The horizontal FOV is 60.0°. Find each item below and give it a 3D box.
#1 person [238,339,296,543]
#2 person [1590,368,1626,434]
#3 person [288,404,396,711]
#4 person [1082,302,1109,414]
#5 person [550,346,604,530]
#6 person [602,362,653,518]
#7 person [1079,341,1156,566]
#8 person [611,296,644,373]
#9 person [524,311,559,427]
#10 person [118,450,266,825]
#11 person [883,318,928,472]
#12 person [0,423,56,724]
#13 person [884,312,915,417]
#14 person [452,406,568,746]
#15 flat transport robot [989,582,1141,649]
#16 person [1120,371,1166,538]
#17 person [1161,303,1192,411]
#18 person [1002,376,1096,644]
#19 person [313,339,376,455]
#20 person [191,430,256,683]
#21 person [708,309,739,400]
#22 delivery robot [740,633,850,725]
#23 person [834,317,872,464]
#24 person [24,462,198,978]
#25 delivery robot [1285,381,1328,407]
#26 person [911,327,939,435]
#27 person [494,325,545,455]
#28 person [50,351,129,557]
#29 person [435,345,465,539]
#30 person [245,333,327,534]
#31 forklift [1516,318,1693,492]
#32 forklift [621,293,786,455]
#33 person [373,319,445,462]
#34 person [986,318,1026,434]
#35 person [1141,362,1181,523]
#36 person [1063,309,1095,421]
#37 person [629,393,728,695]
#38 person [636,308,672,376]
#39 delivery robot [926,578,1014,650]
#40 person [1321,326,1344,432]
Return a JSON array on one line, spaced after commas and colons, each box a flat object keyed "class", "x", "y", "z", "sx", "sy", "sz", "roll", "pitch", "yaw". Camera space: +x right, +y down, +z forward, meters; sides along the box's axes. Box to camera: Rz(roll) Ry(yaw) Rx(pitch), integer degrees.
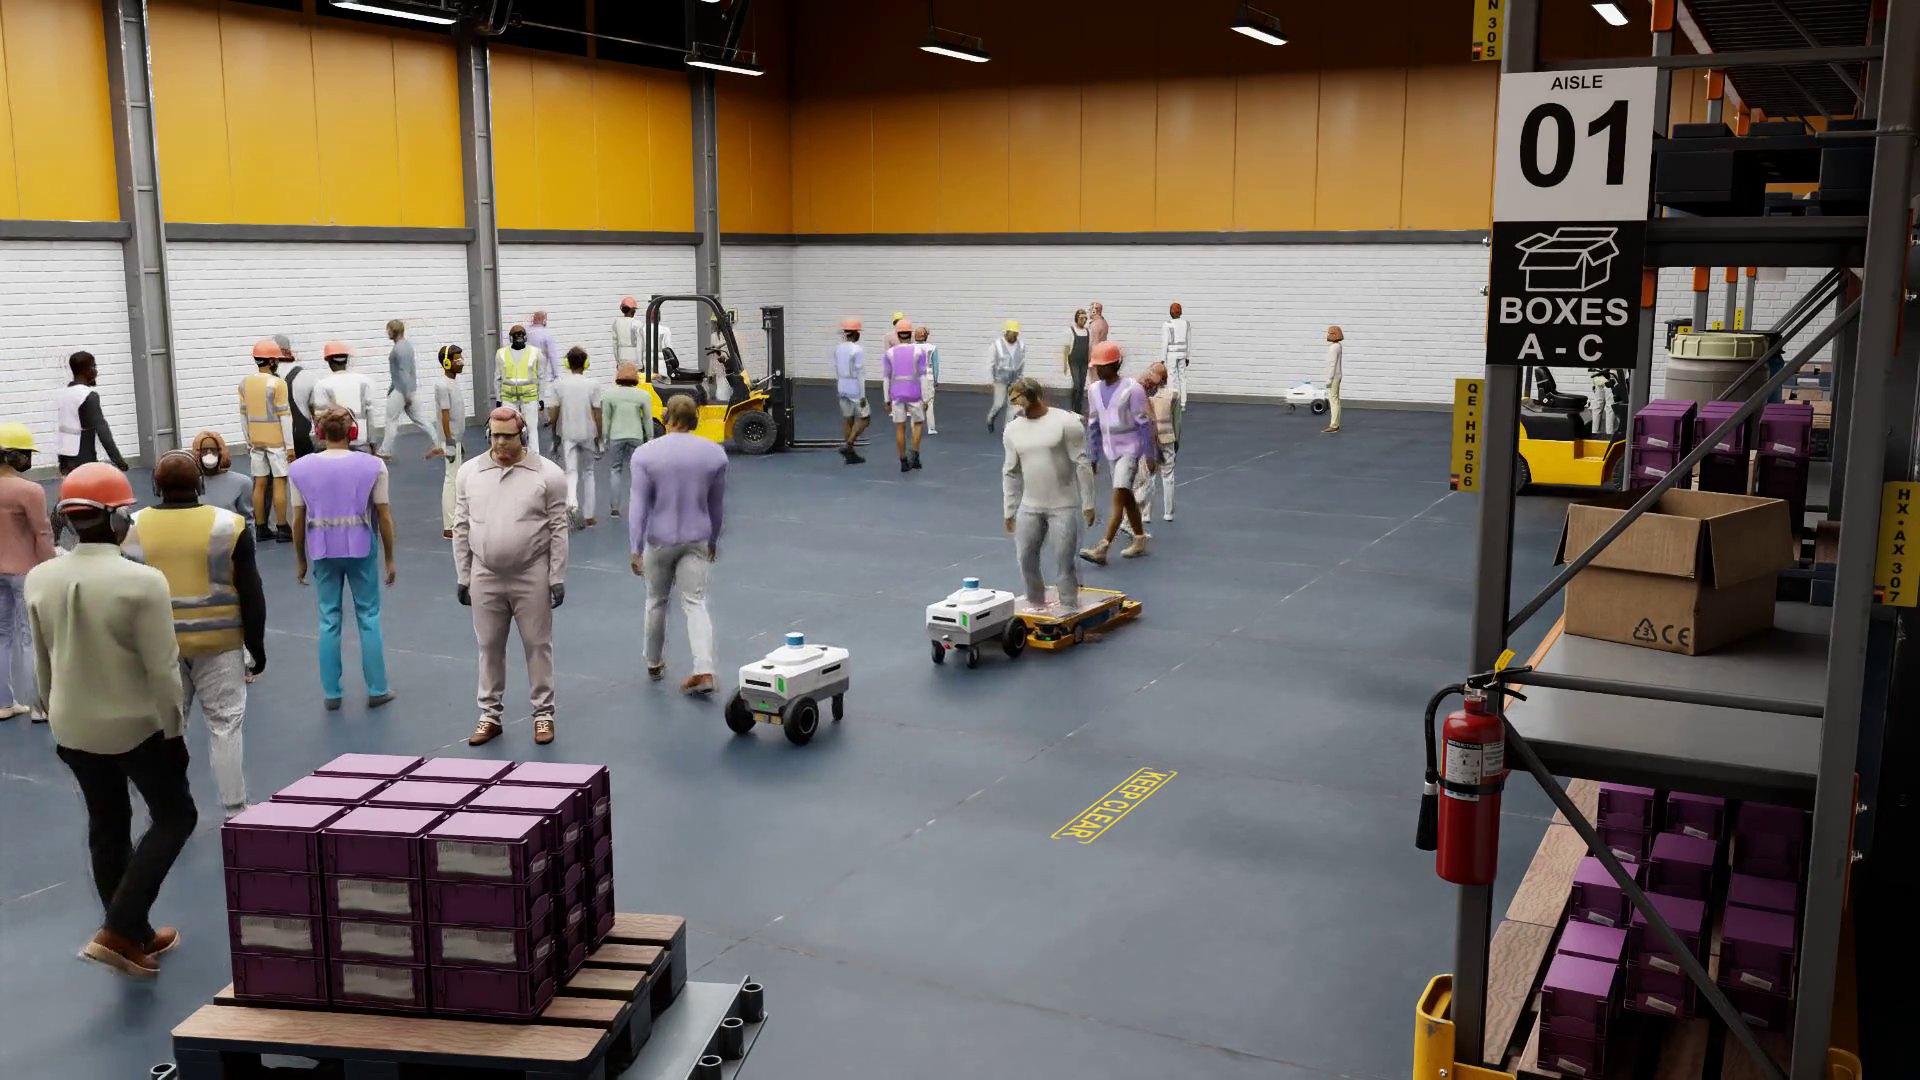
[{"class": "person", "x": -6.539, "y": -0.937, "z": 15.798, "sx": 0.551, "sy": 1.935, "sz": 0.371, "roll": 4, "pitch": 10, "yaw": 20}, {"class": "person", "x": 9.267, "y": -2.255, "z": 23.745, "sx": 0.404, "sy": 1.828, "sz": 0.591, "roll": -4, "pitch": 11, "yaw": -23}, {"class": "person", "x": -3.698, "y": 0.112, "z": 9.993, "sx": 0.570, "sy": 1.843, "sz": 0.373, "roll": -2, "pitch": 10, "yaw": -11}, {"class": "person", "x": 2.305, "y": -3.102, "z": 28.424, "sx": 0.410, "sy": 1.909, "sz": 0.643, "roll": 3, "pitch": 10, "yaw": 18}, {"class": "person", "x": -3.792, "y": -0.991, "z": 16.432, "sx": 0.538, "sy": 1.835, "sz": 0.763, "roll": -1, "pitch": 10, "yaw": -8}, {"class": "person", "x": -3.450, "y": -1.033, "z": 17.265, "sx": 0.533, "sy": 1.628, "sz": 0.322, "roll": -3, "pitch": 10, "yaw": -16}, {"class": "person", "x": 1.361, "y": -0.765, "z": 14.732, "sx": 0.996, "sy": 1.968, "sz": 0.632, "roll": -8, "pitch": 13, "yaw": -38}, {"class": "person", "x": -5.345, "y": -2.926, "z": 27.004, "sx": 0.608, "sy": 2.045, "sz": 0.369, "roll": 4, "pitch": 11, "yaw": 23}, {"class": "person", "x": -6.502, "y": -2.613, "z": 25.763, "sx": 0.672, "sy": 1.843, "sz": 1.042, "roll": 5, "pitch": 11, "yaw": 25}, {"class": "person", "x": -3.591, "y": 0.493, "z": 7.805, "sx": 0.651, "sy": 1.843, "sz": 0.442, "roll": -3, "pitch": 10, "yaw": -15}, {"class": "person", "x": -0.673, "y": -1.818, "z": 20.922, "sx": 0.581, "sy": 1.924, "sz": 0.491, "roll": 2, "pitch": 10, "yaw": 9}, {"class": "person", "x": -5.515, "y": 0.195, "z": 9.759, "sx": 0.532, "sy": 1.761, "sz": 0.331, "roll": 3, "pitch": 10, "yaw": 14}, {"class": "person", "x": -1.006, "y": -2.925, "z": 27.800, "sx": 0.524, "sy": 1.770, "sz": 0.310, "roll": -1, "pitch": 10, "yaw": -7}, {"class": "person", "x": -2.512, "y": 0.202, "z": 9.300, "sx": 0.642, "sy": 1.906, "sz": 0.410, "roll": 0, "pitch": 10, "yaw": -2}, {"class": "flat transport robot", "x": 0.726, "y": 0.534, "z": 12.103, "sx": 0.652, "sy": 0.197, "sz": 1.431, "roll": 6, "pitch": 11, "yaw": 30}, {"class": "person", "x": 1.772, "y": -0.808, "z": 15.990, "sx": 0.407, "sy": 1.617, "sz": 0.545, "roll": 3, "pitch": 10, "yaw": 17}, {"class": "person", "x": 3.747, "y": -3.174, "z": 28.909, "sx": 0.573, "sy": 1.883, "sz": 0.356, "roll": -4, "pitch": 11, "yaw": -24}, {"class": "person", "x": 0.645, "y": -0.209, "z": 11.755, "sx": 0.748, "sy": 1.896, "sz": 0.365, "roll": 5, "pitch": 11, "yaw": 27}, {"class": "person", "x": -5.992, "y": -0.993, "z": 16.184, "sx": 0.563, "sy": 1.909, "sz": 0.427, "roll": -7, "pitch": 12, "yaw": -37}, {"class": "person", "x": -4.728, "y": 0.117, "z": 10.565, "sx": 0.499, "sy": 1.636, "sz": 0.286, "roll": -5, "pitch": 11, "yaw": -26}, {"class": "person", "x": -3.628, "y": -2.540, "z": 25.134, "sx": 0.500, "sy": 1.912, "sz": 0.612, "roll": -8, "pitch": 13, "yaw": -40}, {"class": "delivery robot", "x": -0.946, "y": 0.779, "z": 9.592, "sx": 0.477, "sy": 0.478, "sz": 0.707, "roll": 6, "pitch": 11, "yaw": 31}, {"class": "person", "x": -1.407, "y": -1.928, "z": 21.563, "sx": 0.422, "sy": 1.922, "sz": 0.554, "roll": -10, "pitch": 14, "yaw": -44}, {"class": "person", "x": -3.179, "y": 0.695, "z": 6.229, "sx": 0.626, "sy": 1.978, "sz": 0.495, "roll": 2, "pitch": 10, "yaw": 11}, {"class": "delivery robot", "x": 5.938, "y": -2.485, "z": 28.486, "sx": 0.707, "sy": 0.478, "sz": 0.477, "roll": 3, "pitch": 10, "yaw": 17}, {"class": "person", "x": -0.577, "y": -2.398, "z": 25.131, "sx": 0.515, "sy": 1.636, "sz": 0.315, "roll": 2, "pitch": 10, "yaw": 11}, {"class": "person", "x": -5.548, "y": -1.782, "z": 20.958, "sx": 0.633, "sy": 1.846, "sz": 0.429, "roll": -1, "pitch": 10, "yaw": -5}, {"class": "person", "x": -7.949, "y": -0.780, "z": 15.133, "sx": 0.601, "sy": 1.861, "sz": 1.056, "roll": 9, "pitch": 13, "yaw": 43}, {"class": "person", "x": -4.872, "y": -0.945, "z": 16.042, "sx": 0.321, "sy": 1.871, "sz": 0.532, "roll": -1, "pitch": 10, "yaw": -8}, {"class": "person", "x": -6.518, "y": -1.051, "z": 16.160, "sx": 0.836, "sy": 2.000, "sz": 0.570, "roll": -5, "pitch": 11, "yaw": -28}, {"class": "forklift", "x": 7.066, "y": -1.601, "z": 18.899, "sx": 2.313, "sy": 2.155, "sz": 1.214, "roll": 5, "pitch": 11, "yaw": 27}, {"class": "forklift", "x": -3.588, "y": -2.317, "z": 23.042, "sx": 2.313, "sy": 2.155, "sz": 1.214, "roll": -1, "pitch": 10, "yaw": -5}, {"class": "person", "x": -7.306, "y": -1.968, "z": 21.937, "sx": 1.032, "sy": 1.898, "sz": 0.646, "roll": -2, "pitch": 10, "yaw": -10}, {"class": "person", "x": 0.672, "y": -2.373, "z": 24.518, "sx": 0.599, "sy": 1.803, "sz": 0.617, "roll": -4, "pitch": 11, "yaw": -22}, {"class": "person", "x": 2.010, "y": -0.988, "z": 16.955, "sx": 0.514, "sy": 1.641, "sz": 0.307, "roll": -2, "pitch": 10, "yaw": -14}, {"class": "person", "x": 1.975, "y": -2.847, "z": 27.151, "sx": 0.539, "sy": 1.832, "sz": 0.483, "roll": -6, "pitch": 11, "yaw": -30}, {"class": "person", "x": -1.755, "y": 0.025, "z": 10.467, "sx": 0.646, "sy": 1.887, "sz": 0.950, "roll": -4, "pitch": 10, "yaw": -20}, {"class": "person", "x": -4.915, "y": -2.812, "z": 26.815, "sx": 0.576, "sy": 1.881, "sz": 0.352, "roll": 1, "pitch": 10, "yaw": 6}, {"class": "delivery robot", "x": 0.073, "y": 0.499, "z": 11.214, "sx": 0.477, "sy": 0.478, "sz": 0.707, "roll": 6, "pitch": 11, "yaw": 30}, {"class": "person", "x": 5.726, "y": -2.469, "z": 25.539, "sx": 0.281, "sy": 1.636, "sz": 0.500, "roll": 4, "pitch": 11, "yaw": 22}]
